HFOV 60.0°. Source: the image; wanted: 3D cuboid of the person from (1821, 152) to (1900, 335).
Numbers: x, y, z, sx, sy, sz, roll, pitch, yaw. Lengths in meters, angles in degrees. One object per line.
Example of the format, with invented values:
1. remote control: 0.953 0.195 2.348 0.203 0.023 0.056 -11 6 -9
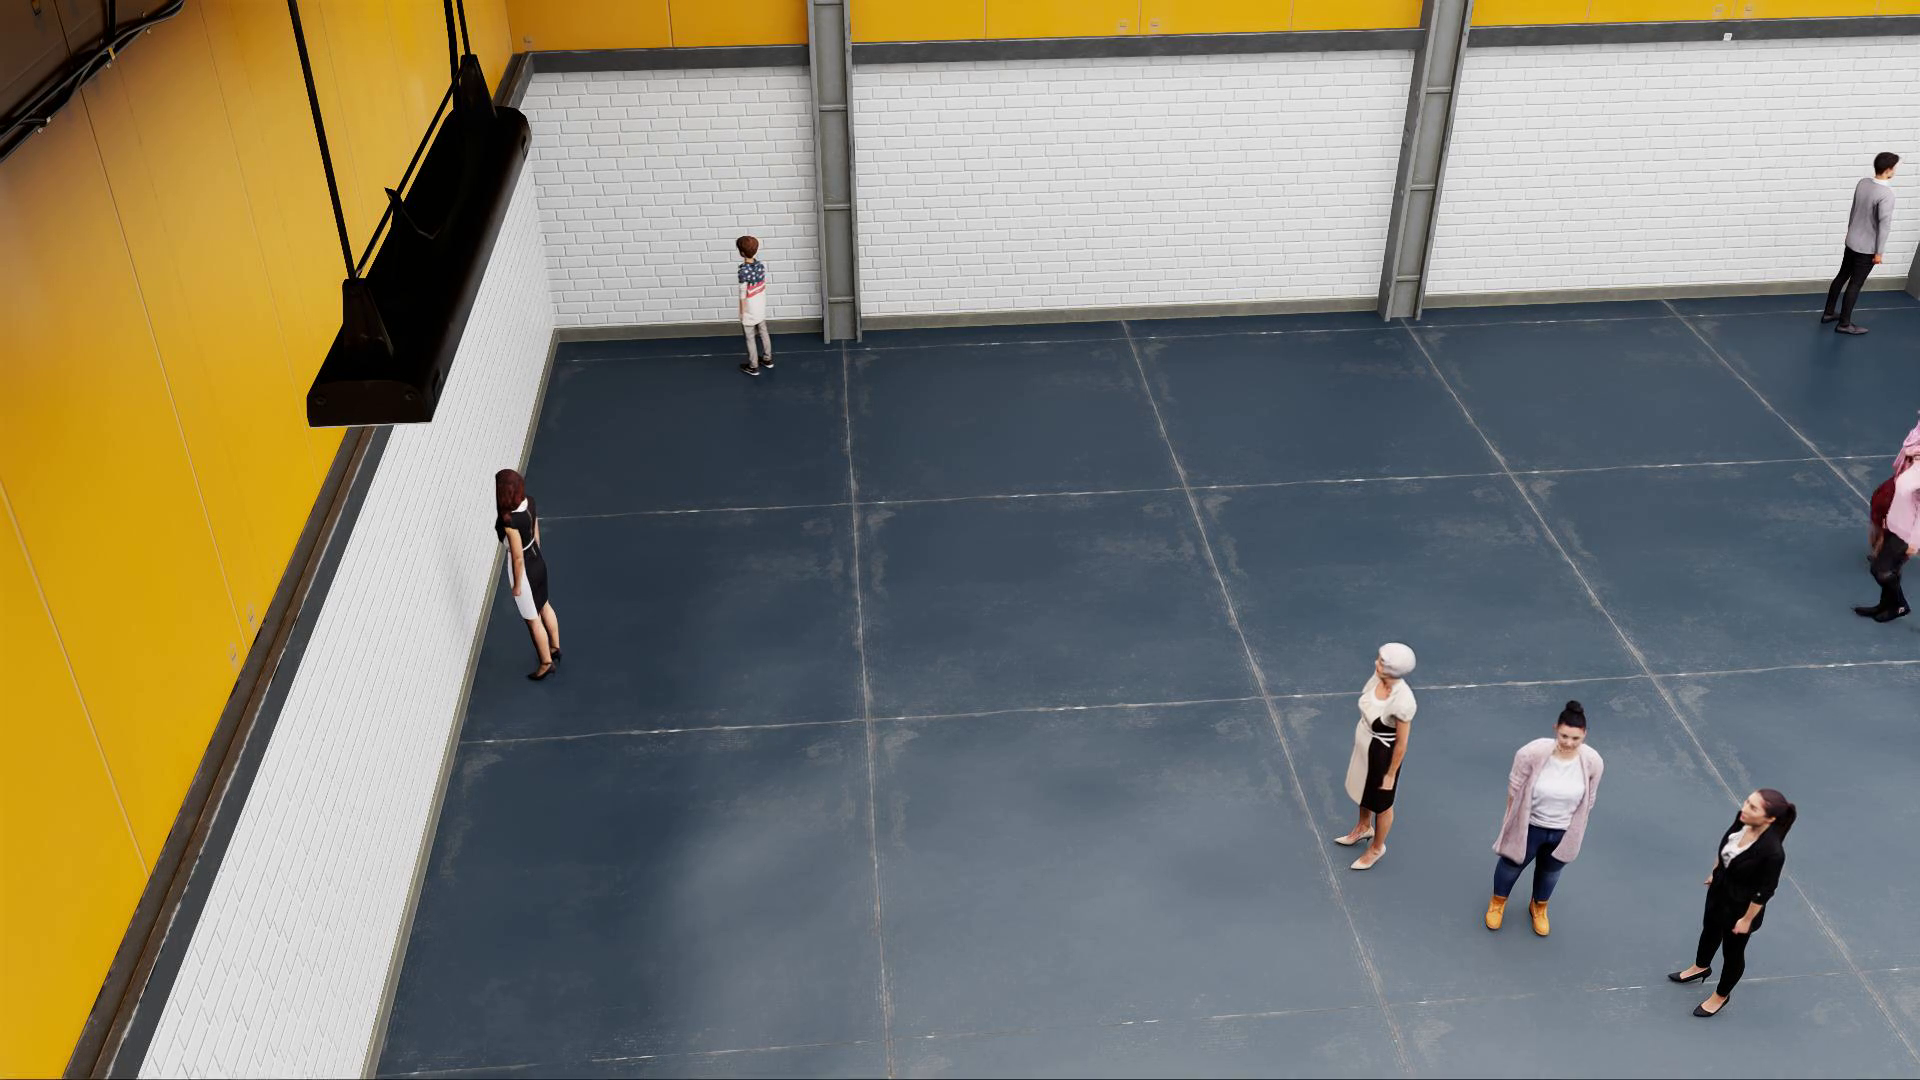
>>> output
1. person: 9.337 -3.088 17.207 0.620 1.924 0.733 -4 34 -6

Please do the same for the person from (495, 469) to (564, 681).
1. person: -3.193 0.257 12.292 0.592 1.795 0.639 6 34 9

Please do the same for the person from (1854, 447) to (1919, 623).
1. person: 7.416 -0.058 12.870 0.747 1.680 0.717 12 35 17

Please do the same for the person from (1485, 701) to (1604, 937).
1. person: 3.579 1.696 10.175 0.661 1.743 0.817 6 34 9

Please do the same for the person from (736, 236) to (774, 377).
1. person: -2.061 -2.343 16.526 0.628 1.438 0.585 19 38 26

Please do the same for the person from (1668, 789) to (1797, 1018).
1. person: 4.517 2.083 9.665 0.551 1.662 0.598 -4 34 -6

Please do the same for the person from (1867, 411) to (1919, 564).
1. person: 7.842 -0.464 13.524 0.786 1.631 0.779 11 35 15

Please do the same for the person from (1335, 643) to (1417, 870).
1. person: 2.690 1.377 10.644 0.553 1.754 0.665 -6 34 -9
